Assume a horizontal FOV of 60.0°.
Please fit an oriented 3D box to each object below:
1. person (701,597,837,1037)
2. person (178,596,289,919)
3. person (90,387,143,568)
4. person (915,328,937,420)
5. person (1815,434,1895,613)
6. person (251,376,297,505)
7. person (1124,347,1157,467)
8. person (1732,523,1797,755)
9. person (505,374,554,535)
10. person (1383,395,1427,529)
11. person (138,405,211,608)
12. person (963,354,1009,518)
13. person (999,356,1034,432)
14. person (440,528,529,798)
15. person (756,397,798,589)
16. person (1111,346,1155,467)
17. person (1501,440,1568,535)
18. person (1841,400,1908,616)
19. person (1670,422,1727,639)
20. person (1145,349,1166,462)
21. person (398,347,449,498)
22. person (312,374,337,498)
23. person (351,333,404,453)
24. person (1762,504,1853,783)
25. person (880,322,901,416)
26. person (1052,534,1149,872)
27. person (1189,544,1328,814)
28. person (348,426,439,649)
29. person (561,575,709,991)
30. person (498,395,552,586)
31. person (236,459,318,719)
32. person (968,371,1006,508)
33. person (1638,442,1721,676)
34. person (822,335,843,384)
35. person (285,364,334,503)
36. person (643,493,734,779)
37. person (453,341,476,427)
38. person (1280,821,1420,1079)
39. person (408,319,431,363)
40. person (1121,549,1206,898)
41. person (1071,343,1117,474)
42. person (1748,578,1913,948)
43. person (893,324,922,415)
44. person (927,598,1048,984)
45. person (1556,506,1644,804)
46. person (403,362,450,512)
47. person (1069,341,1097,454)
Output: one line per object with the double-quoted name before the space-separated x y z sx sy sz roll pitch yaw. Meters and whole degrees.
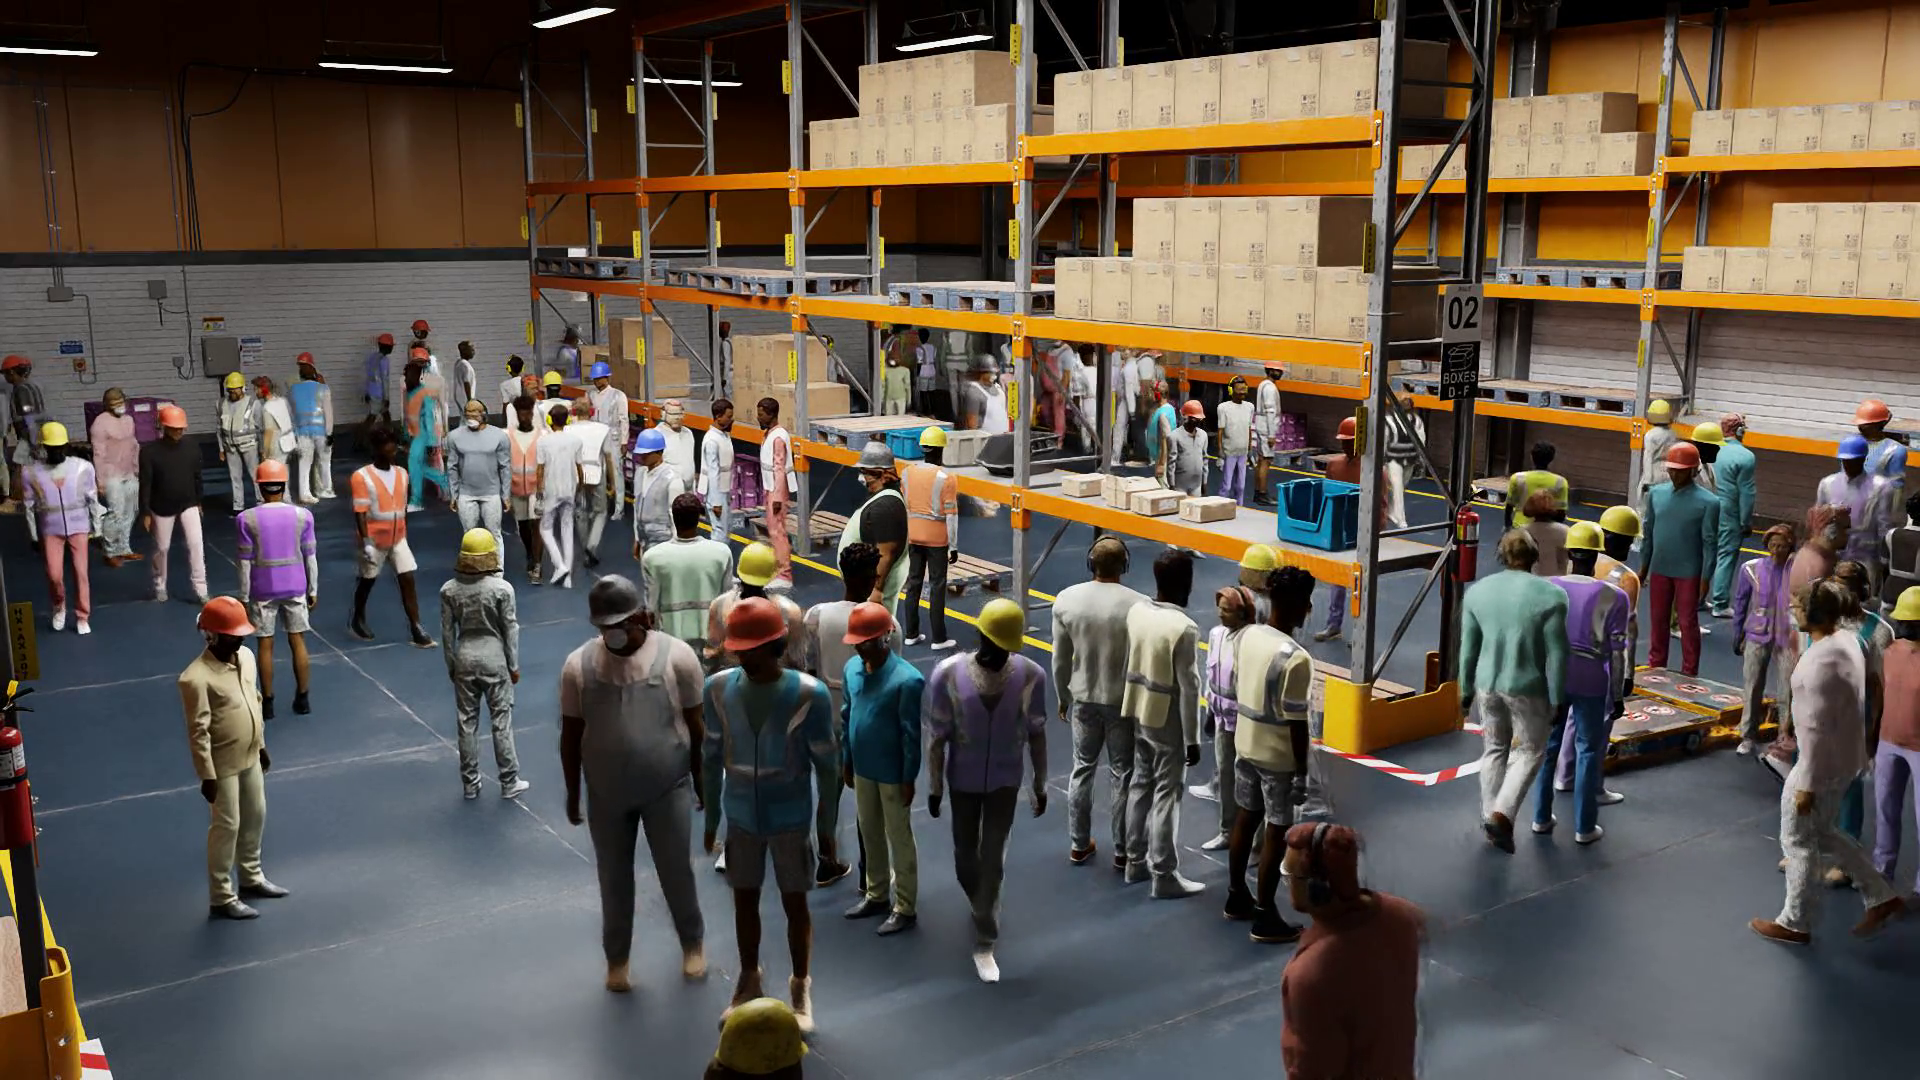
"person" -0.872 1.246 7.479 0.622 2.039 0.398 2 11 11
"person" -3.837 1.142 8.789 0.354 1.737 0.574 2 11 8
"person" -8.911 -0.663 17.584 0.456 1.922 0.705 1 11 4
"person" -0.618 -2.944 29.794 0.322 1.699 0.535 8 14 36
"person" 7.380 0.076 13.743 0.608 1.930 0.627 -10 15 -40
"person" -8.121 -1.036 19.708 0.477 1.817 0.602 -1 11 -7
"person" 2.685 -2.087 24.534 0.635 2.000 0.742 2 11 10
"person" 5.559 0.690 11.376 0.524 1.631 0.319 6 13 30
"person" -4.993 -0.989 19.330 0.356 1.879 0.575 9 14 39
"person" 5.268 -0.938 19.795 0.532 1.592 0.856 -1 11 -6
"person" -7.522 -0.331 15.839 0.888 1.956 0.644 10 15 42
"person" 0.334 -1.280 20.405 0.537 2.000 0.714 6 12 27
"person" 0.812 -1.843 24.043 0.516 1.752 0.374 0 11 -2
"person" -3.037 0.785 10.597 0.487 1.744 0.312 1 11 4
"person" -1.838 -0.478 16.658 0.404 1.906 0.598 -3 11 -15
"person" 2.577 -1.999 24.523 0.900 1.873 0.643 5 12 23
"person" 5.282 -0.082 15.247 0.540 1.664 0.831 1 11 7
"person" 8.307 -0.271 15.257 0.404 2.035 0.609 -5 12 -25
"person" 6.451 -0.080 14.579 0.396 1.920 0.587 10 15 42
"person" 2.906 -2.052 25.092 0.325 1.752 0.559 5 12 24
"person" -7.033 -1.533 21.849 0.620 1.986 0.409 -4 12 -17
"person" -8.433 -1.374 21.919 0.280 1.636 0.500 -5 12 -25
"person" -9.175 -2.299 26.099 0.953 1.871 0.564 -8 14 -35
"person" 5.511 0.703 10.633 0.442 1.889 0.662 6 12 27
"person" -1.328 -3.108 30.320 0.403 1.824 0.594 -10 15 -41
"person" 0.832 0.917 9.417 0.635 1.938 0.361 5 12 24
"person" 1.916 0.863 10.332 0.910 1.693 0.499 9 14 38
"person" -4.975 -0.026 14.322 0.986 1.920 0.618 8 14 35
"person" -1.572 1.142 8.009 0.710 2.000 0.540 0 11 2
"person" -4.395 -0.535 16.921 0.596 1.911 1.005 -1 11 -5
"person" -5.044 0.361 12.317 0.549 1.924 0.387 -7 13 -32
"person" 0.334 -1.314 21.088 0.429 1.844 0.627 -5 12 -23
"person" 5.527 0.225 12.857 0.406 1.987 0.620 -7 13 -31
"person" -2.040 -2.251 25.826 0.532 1.865 0.310 8 14 37
"person" -8.442 -1.389 21.640 0.634 1.786 0.941 0 11 0
"person" -1.754 0.647 10.851 0.587 1.920 0.395 -2 11 -12
"person" -7.411 -2.072 24.975 0.334 1.840 0.517 -7 13 -32
"person" 1.263 1.790 5.119 0.601 1.876 0.669 9 14 39
"person" -8.950 -2.665 27.643 0.405 1.986 0.612 0 11 1
"person" 1.094 0.995 9.080 0.372 1.914 0.597 -6 13 -29
"person" 1.855 -1.811 23.452 0.602 1.913 0.723 -5 12 -26
"person" 4.410 1.144 8.330 0.615 1.914 0.674 9 14 38
"person" -0.978 -3.212 30.802 0.622 1.844 0.429 -3 12 -16
"person" 0.133 1.166 8.357 0.610 1.869 0.908 0 11 -1
"person" 4.046 0.725 10.481 0.399 1.913 0.592 -4 12 -20
"person" -6.738 -1.299 20.887 0.693 1.892 0.620 -9 14 -38
"person" 2.028 -2.256 25.881 0.610 1.842 0.896 -3 11 -15
